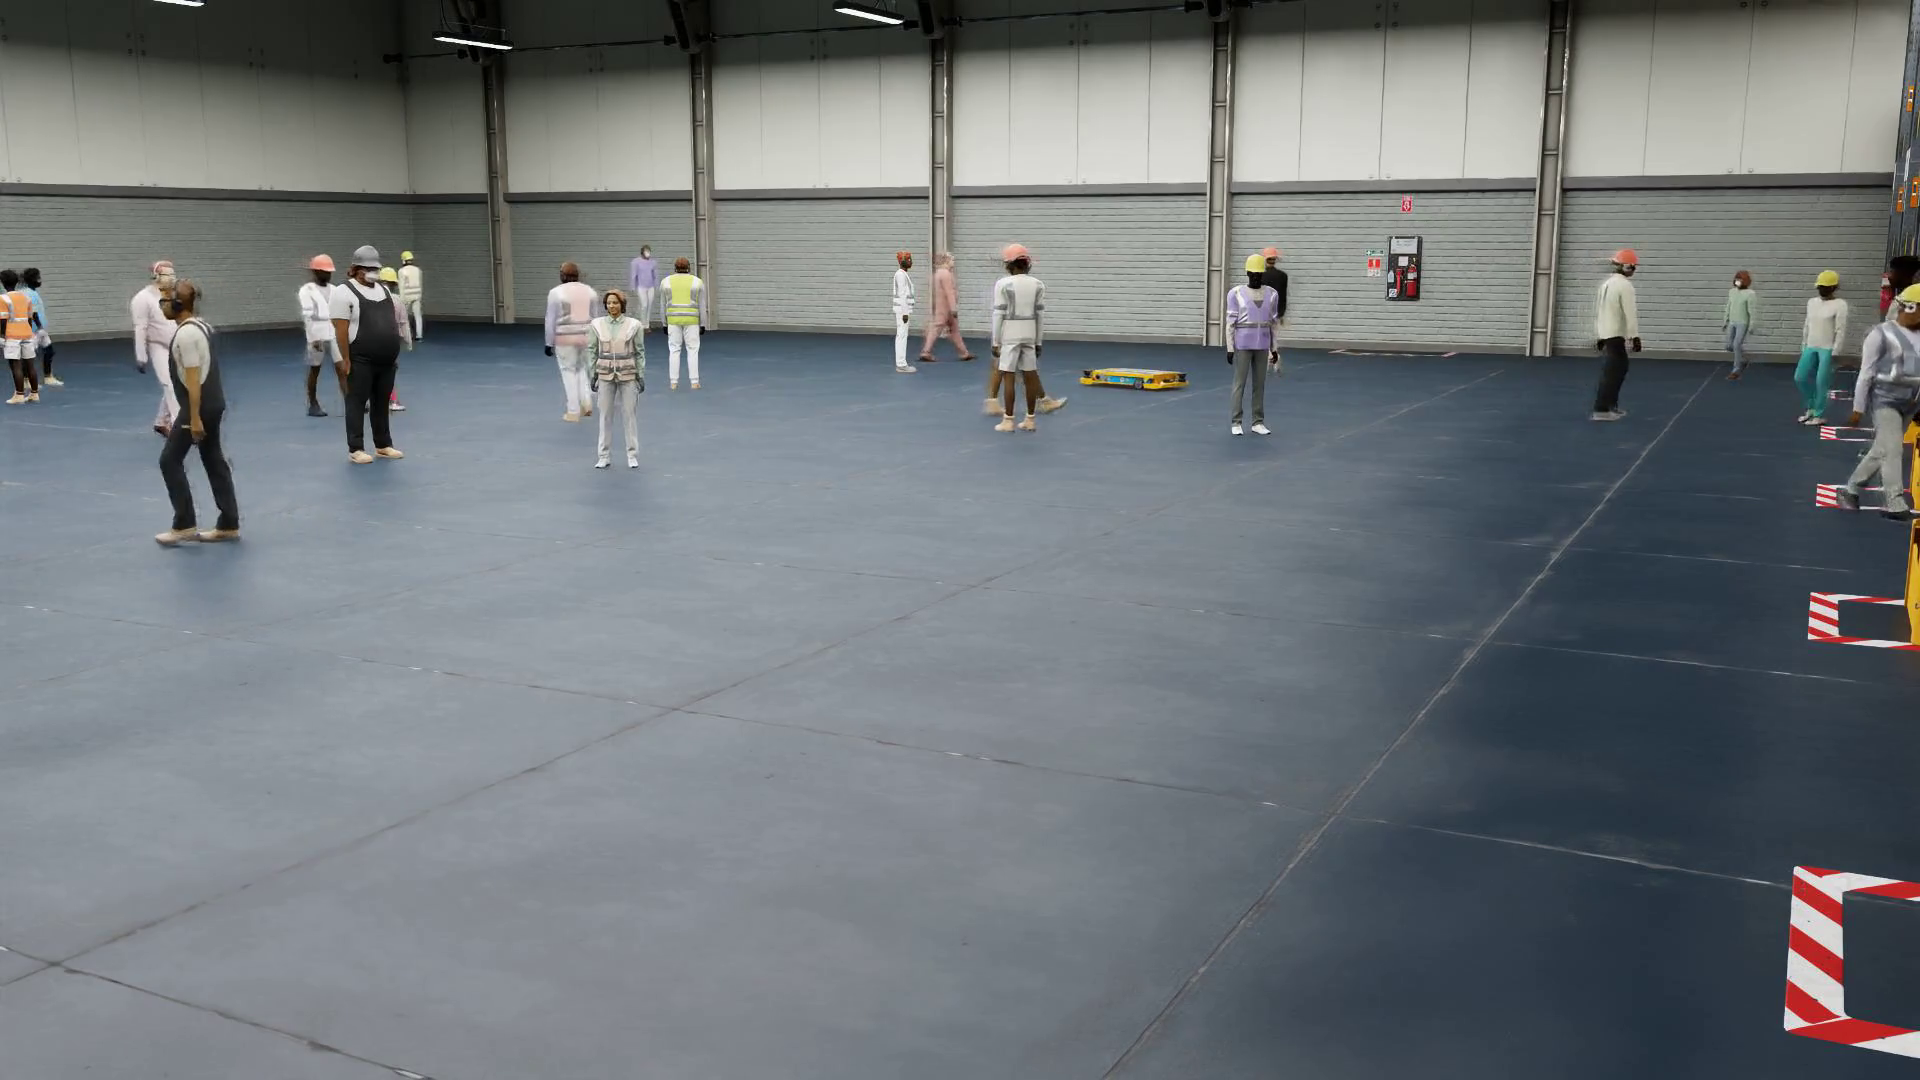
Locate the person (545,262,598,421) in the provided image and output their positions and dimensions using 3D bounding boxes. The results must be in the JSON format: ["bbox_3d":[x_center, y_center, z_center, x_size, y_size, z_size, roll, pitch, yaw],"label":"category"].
[{"bbox_3d":[-4.468,-2.269,19.109,0.454,1.829,0.628,10,14,42],"label":"person"}]

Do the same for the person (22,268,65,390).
[{"bbox_3d":[-12.747,-2.919,23.042,0.642,1.670,0.552,-5,11,-24],"label":"person"}]

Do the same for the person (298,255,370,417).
[{"bbox_3d":[-7.371,-2.361,19.409,0.917,1.894,0.551,8,13,36],"label":"person"}]

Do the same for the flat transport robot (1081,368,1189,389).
[{"bbox_3d":[2.455,-2.282,23.405,1.431,0.197,0.652,10,14,43],"label":"flat transport robot"}]

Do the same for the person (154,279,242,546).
[{"bbox_3d":[-5.335,-0.867,11.445,0.684,1.819,0.522,-2,11,-9],"label":"person"}]

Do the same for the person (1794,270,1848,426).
[{"bbox_3d":[9.611,-2.137,18.569,0.401,1.738,0.544,-5,11,-24],"label":"person"}]

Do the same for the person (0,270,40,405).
[{"bbox_3d":[-11.933,-2.561,21.026,0.317,1.699,0.540,2,11,13],"label":"person"}]

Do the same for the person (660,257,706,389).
[{"bbox_3d":[-3.843,-3.013,23.142,0.627,1.836,0.430,0,10,-2],"label":"person"}]

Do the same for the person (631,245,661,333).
[{"bbox_3d":[-6.783,-5.447,36.156,0.661,1.919,0.624,-9,13,-39],"label":"person"}]

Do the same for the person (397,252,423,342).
[{"bbox_3d":[-11.053,-4.850,33.244,0.883,1.790,0.612,7,13,35],"label":"person"}]

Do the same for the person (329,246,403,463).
[{"bbox_3d":[-5.541,-1.754,15.696,0.535,2.000,0.687,5,12,27],"label":"person"}]

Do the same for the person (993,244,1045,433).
[{"bbox_3d":[0.620,-2.178,18.022,0.609,2.037,0.390,-6,12,-30],"label":"person"}]

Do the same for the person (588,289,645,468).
[{"bbox_3d":[-3.145,-1.476,15.271,0.514,1.642,0.314,-1,10,-3],"label":"person"}]

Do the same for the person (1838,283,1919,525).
[{"bbox_3d":[7.017,-1.041,12.549,0.599,1.787,0.864,-3,11,-18],"label":"person"}]

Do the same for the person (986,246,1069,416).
[{"bbox_3d":[0.768,-2.451,19.621,1.012,1.991,0.634,-2,11,-11],"label":"person"}]

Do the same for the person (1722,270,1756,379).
[{"bbox_3d":[11.623,-3.206,24.739,0.456,1.618,0.518,-4,11,-19],"label":"person"}]

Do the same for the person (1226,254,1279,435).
[{"bbox_3d":[3.134,-2.081,17.794,0.594,1.924,0.367,-3,11,-15],"label":"person"}]

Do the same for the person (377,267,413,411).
[{"bbox_3d":[-6.846,-2.410,20.082,0.802,1.731,0.532,7,12,33],"label":"person"}]

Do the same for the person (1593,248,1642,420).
[{"bbox_3d":[7.621,-2.352,19.154,0.644,1.973,0.643,0,10,1],"label":"person"}]

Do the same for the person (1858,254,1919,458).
[{"bbox_3d":[8.943,-1.709,15.681,0.597,1.951,0.621,2,11,12],"label":"person"}]

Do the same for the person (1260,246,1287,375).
[{"bbox_3d":[4.679,-3.444,25.109,0.615,1.980,0.725,-4,11,-23],"label":"person"}]

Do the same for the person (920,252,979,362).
[{"bbox_3d":[-0.214,-3.927,28.070,1.017,1.853,0.667,-1,10,-5],"label":"person"}]

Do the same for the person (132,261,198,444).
[{"bbox_3d":[-8.181,-1.943,17.202,0.801,1.887,0.666,5,11,24],"label":"person"}]

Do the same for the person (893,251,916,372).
[{"bbox_3d":[-0.872,-3.563,25.994,0.356,1.882,0.574,-1,10,-5],"label":"person"}]
